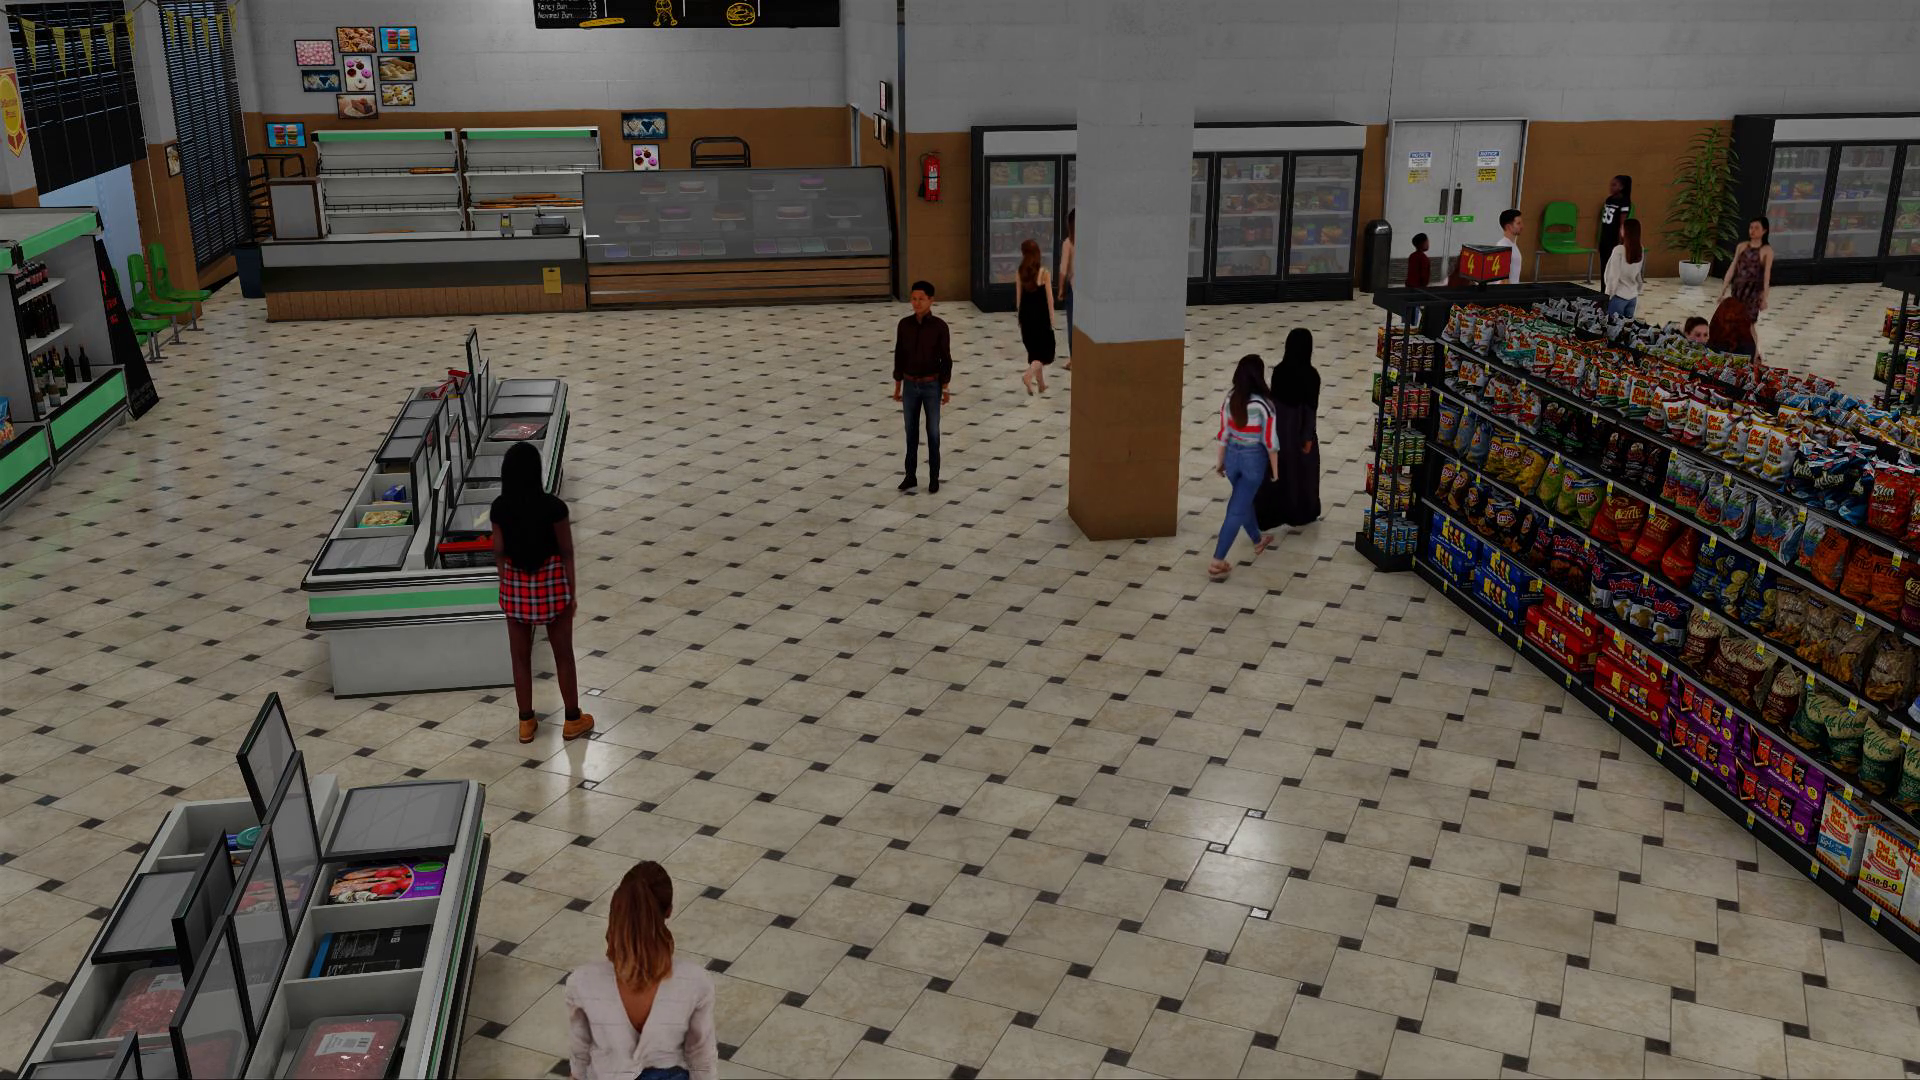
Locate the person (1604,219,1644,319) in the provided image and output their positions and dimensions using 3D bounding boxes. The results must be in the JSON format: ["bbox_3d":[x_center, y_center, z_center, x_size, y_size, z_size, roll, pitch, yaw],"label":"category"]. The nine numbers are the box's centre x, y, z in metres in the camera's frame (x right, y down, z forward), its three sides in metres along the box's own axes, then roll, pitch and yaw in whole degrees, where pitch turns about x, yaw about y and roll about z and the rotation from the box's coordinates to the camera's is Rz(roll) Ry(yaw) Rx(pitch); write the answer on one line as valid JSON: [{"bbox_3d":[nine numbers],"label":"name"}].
[{"bbox_3d":[7.201,-2.643,18.087,0.683,1.687,0.643,-9,21,-25],"label":"person"}]

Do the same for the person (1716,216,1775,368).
[{"bbox_3d":[8.446,-2.553,17.770,0.974,1.718,1.195,-11,21,-29],"label":"person"}]

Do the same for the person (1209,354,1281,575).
[{"bbox_3d":[2.002,-0.504,11.930,1.105,1.567,1.087,17,25,40],"label":"person"}]

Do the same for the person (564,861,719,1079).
[{"bbox_3d":[-0.939,1.790,4.935,0.596,1.690,1.039,-3,19,-9],"label":"person"}]

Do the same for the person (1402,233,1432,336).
[{"bbox_3d":[5.473,-3.059,19.997,0.578,1.253,0.458,-6,20,-17],"label":"person"}]

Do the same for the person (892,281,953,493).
[{"bbox_3d":[-0.314,-1.287,13.917,0.717,1.782,0.684,5,19,15],"label":"person"}]

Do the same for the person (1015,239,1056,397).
[{"bbox_3d":[0.725,-2.249,17.050,0.880,1.602,1.000,10,21,28],"label":"person"}]

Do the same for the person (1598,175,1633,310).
[{"bbox_3d":[8.517,-3.883,21.695,0.669,1.731,0.506,-5,19,-13],"label":"person"}]

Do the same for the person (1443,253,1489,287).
[{"bbox_3d":[4.720,-1.889,15.759,0.925,1.745,0.992,12,22,32],"label":"person"}]

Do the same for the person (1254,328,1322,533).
[{"bbox_3d":[2.526,-0.838,12.869,1.017,1.600,1.067,-17,25,-40],"label":"person"}]

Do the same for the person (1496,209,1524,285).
[{"bbox_3d":[5.752,-2.569,17.608,0.812,1.852,0.699,7,20,21],"label":"person"}]

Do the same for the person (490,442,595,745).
[{"bbox_3d":[-2.364,0.302,9.294,0.657,1.725,0.647,0,19,1],"label":"person"}]

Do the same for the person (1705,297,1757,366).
[{"bbox_3d":[6.041,-1.053,13.214,0.729,1.786,0.646,-18,25,-42],"label":"person"}]
